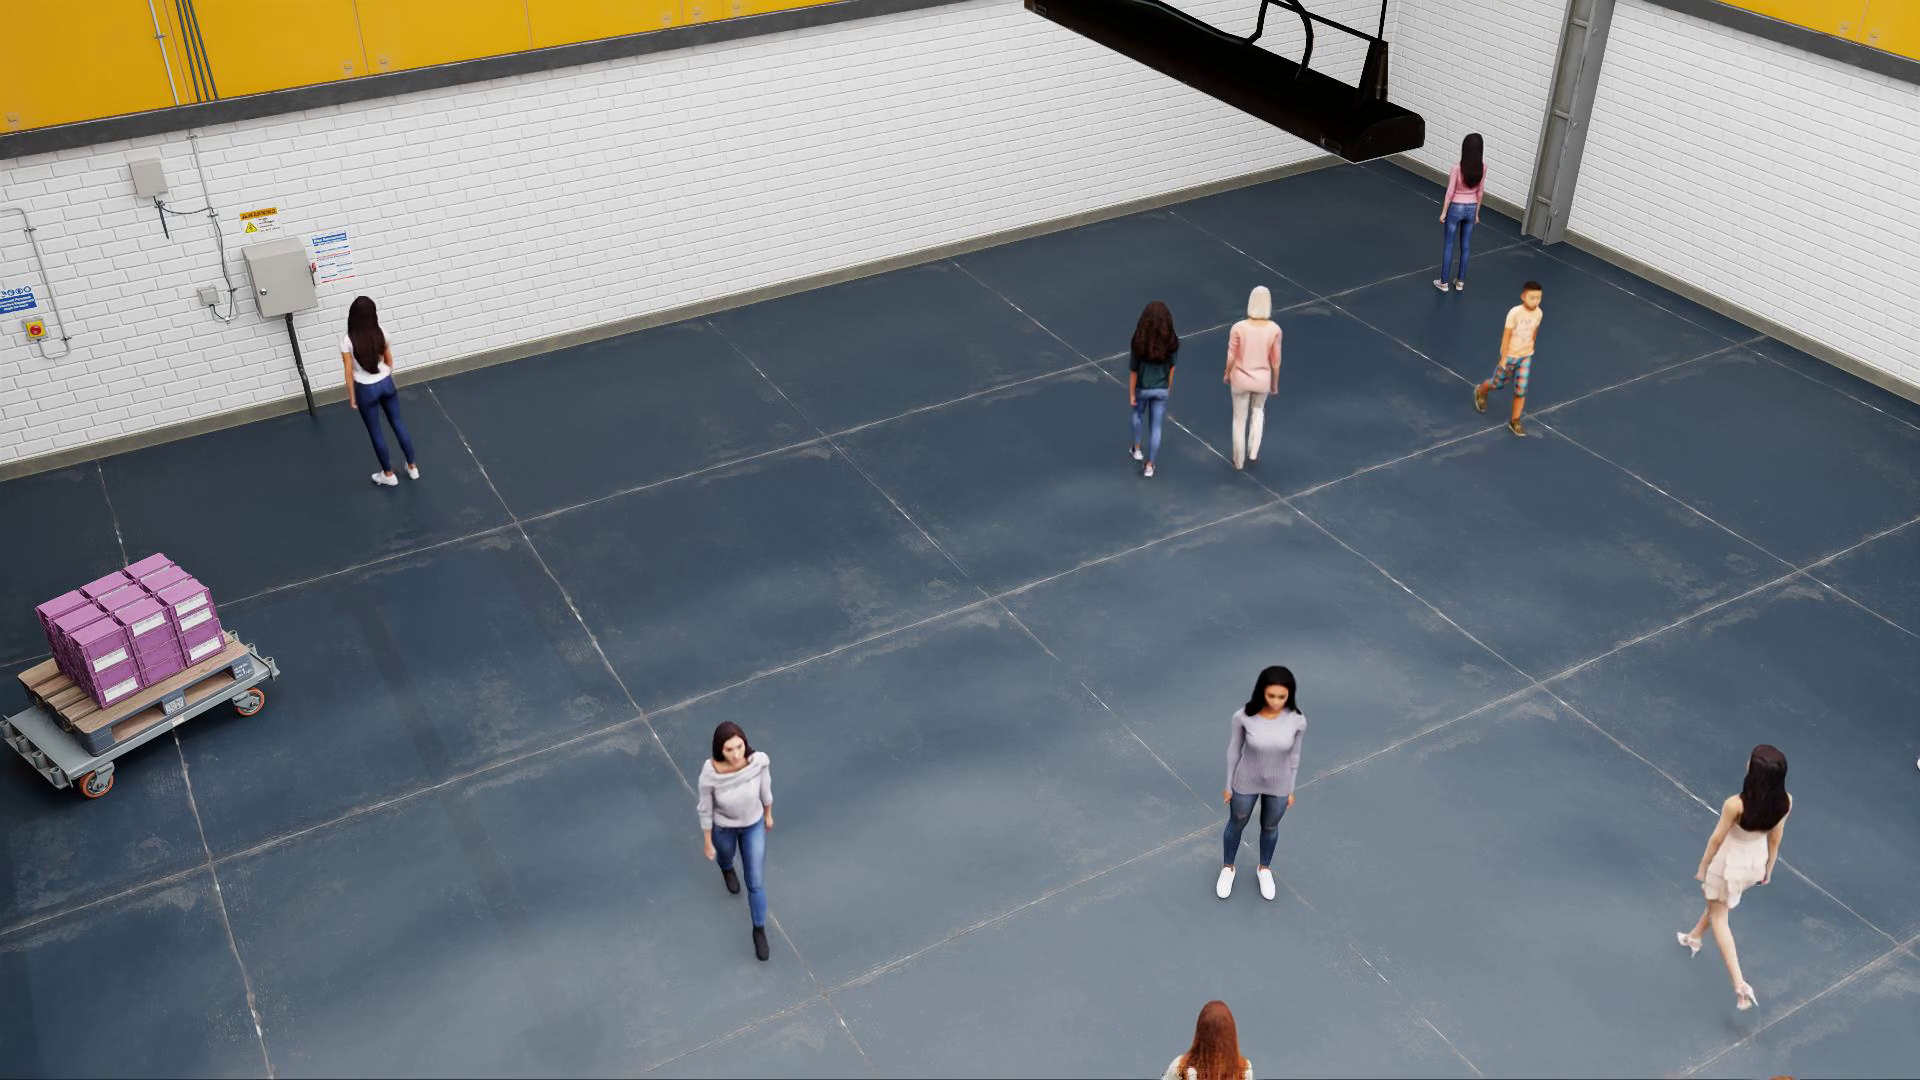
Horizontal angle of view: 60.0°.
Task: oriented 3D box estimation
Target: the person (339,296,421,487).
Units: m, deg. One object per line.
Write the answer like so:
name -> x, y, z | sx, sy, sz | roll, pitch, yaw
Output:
person -> -5.075, -1.280, 14.426 | 0.637, 1.769, 0.667 | 21, 39, 28

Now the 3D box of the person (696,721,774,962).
person -> -1.382, 1.704, 10.094 | 0.760, 1.594, 1.120 | -11, 35, -16

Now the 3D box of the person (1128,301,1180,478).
person -> 1.690, -1.290, 14.594 | 0.773, 1.598, 0.853 | 2, 34, 3

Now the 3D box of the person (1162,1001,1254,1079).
person -> 1.186, 2.988, 8.094 | 0.925, 1.669, 1.193 | -4, 34, -5

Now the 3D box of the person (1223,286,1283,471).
person -> 2.561, -1.366, 14.608 | 0.726, 1.709, 0.749 | -1, 34, -1

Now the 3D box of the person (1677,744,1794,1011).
person -> 4.525, 1.966, 9.593 | 0.808, 1.712, 1.076 | -6, 34, -8

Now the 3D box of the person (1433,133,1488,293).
person -> 5.368, -3.516, 17.813 | 0.649, 1.742, 0.626 | -4, 34, -6

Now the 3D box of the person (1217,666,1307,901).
person -> 1.861, 1.490, 10.285 | 0.690, 1.738, 0.711 | 2, 34, 3

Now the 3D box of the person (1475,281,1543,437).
person -> 5.104, -1.736, 15.409 | 0.733, 1.439, 1.030 | -6, 34, -9
